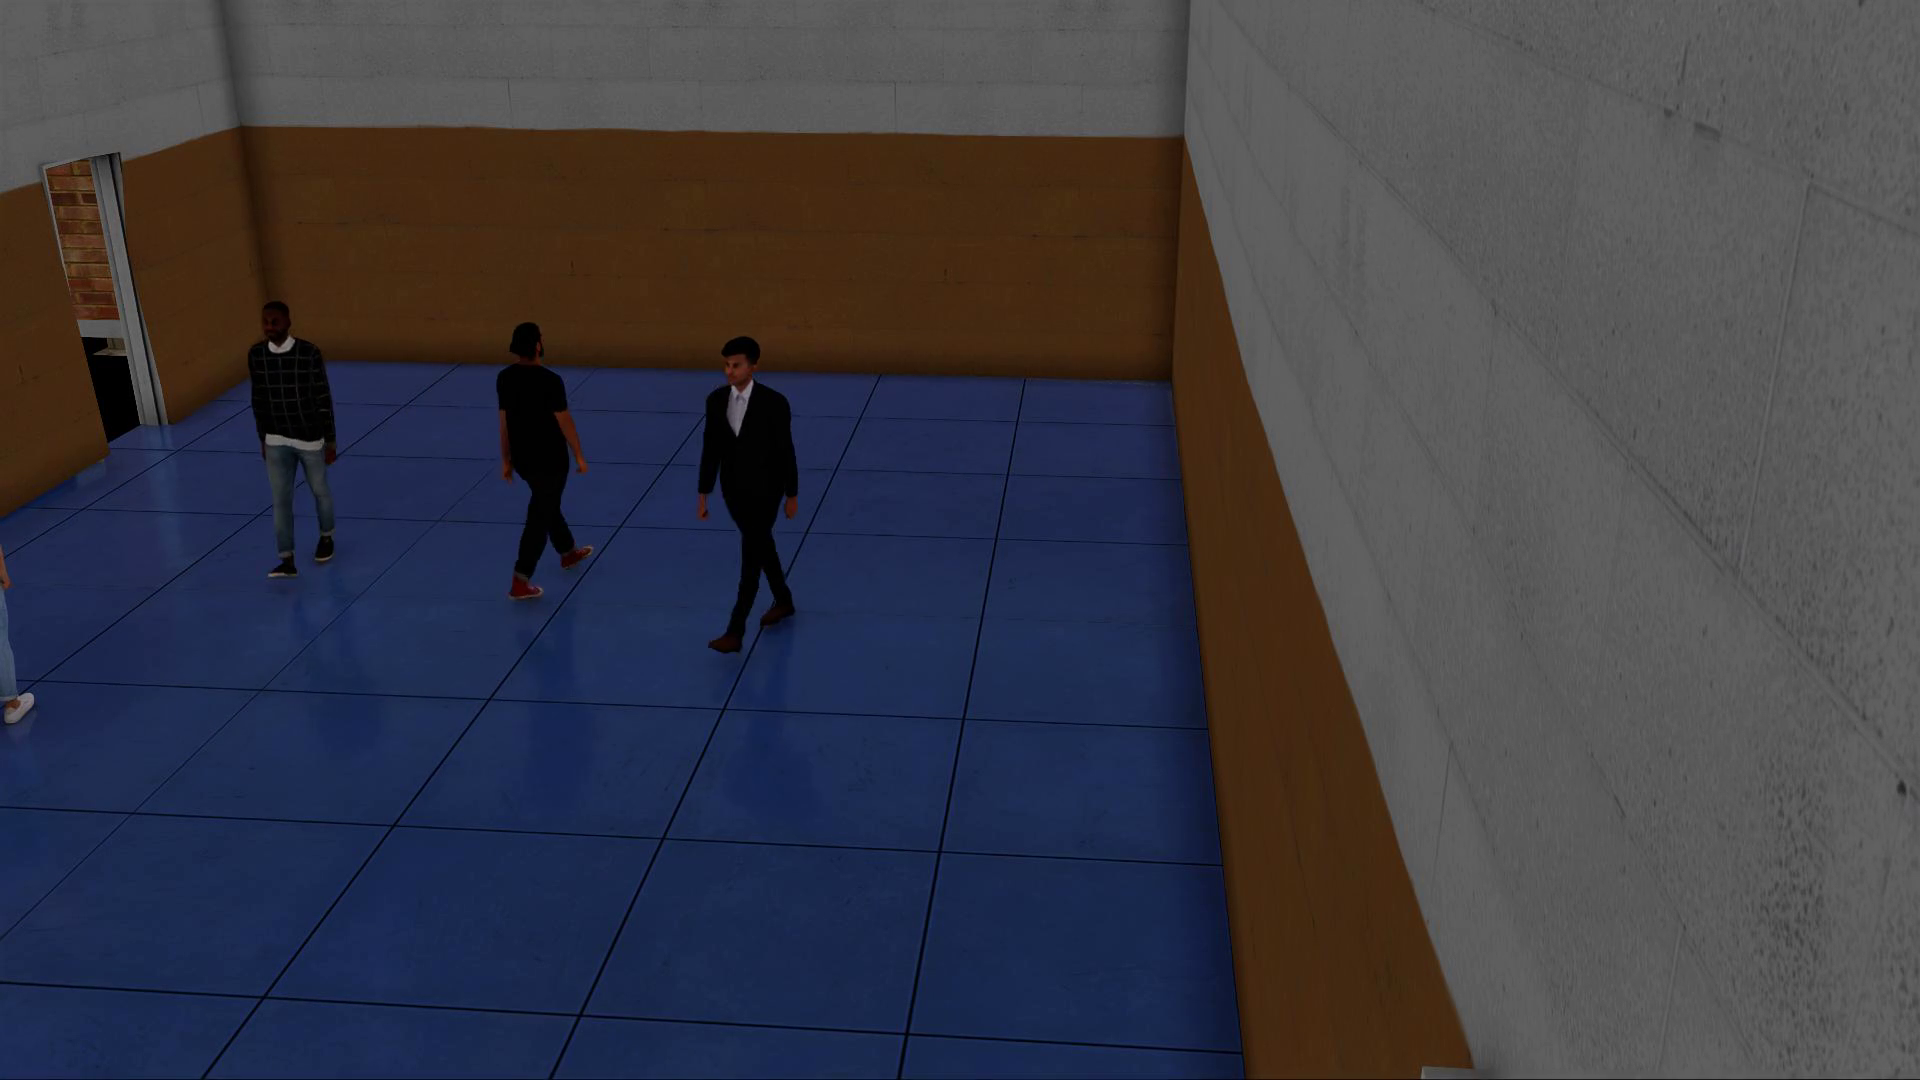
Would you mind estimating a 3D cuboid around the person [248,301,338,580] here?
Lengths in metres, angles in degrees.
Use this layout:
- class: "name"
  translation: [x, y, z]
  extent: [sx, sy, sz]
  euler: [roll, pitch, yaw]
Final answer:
- class: "person"
  translation: [-4.292, -0.691, 10.864]
  extent: [1.069, 1.786, 0.887]
  euler: [-2, 22, -4]

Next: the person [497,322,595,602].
- class: "person"
  translation: [-2.657, -0.447, 10.350]
  extent: [1.192, 1.717, 0.987]
  euler: [10, 24, 24]

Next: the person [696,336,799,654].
- class: "person"
  translation: [-1.170, -0.308, 9.840]
  extent: [1.188, 1.839, 1.076]
  euler: [11, 25, 26]
